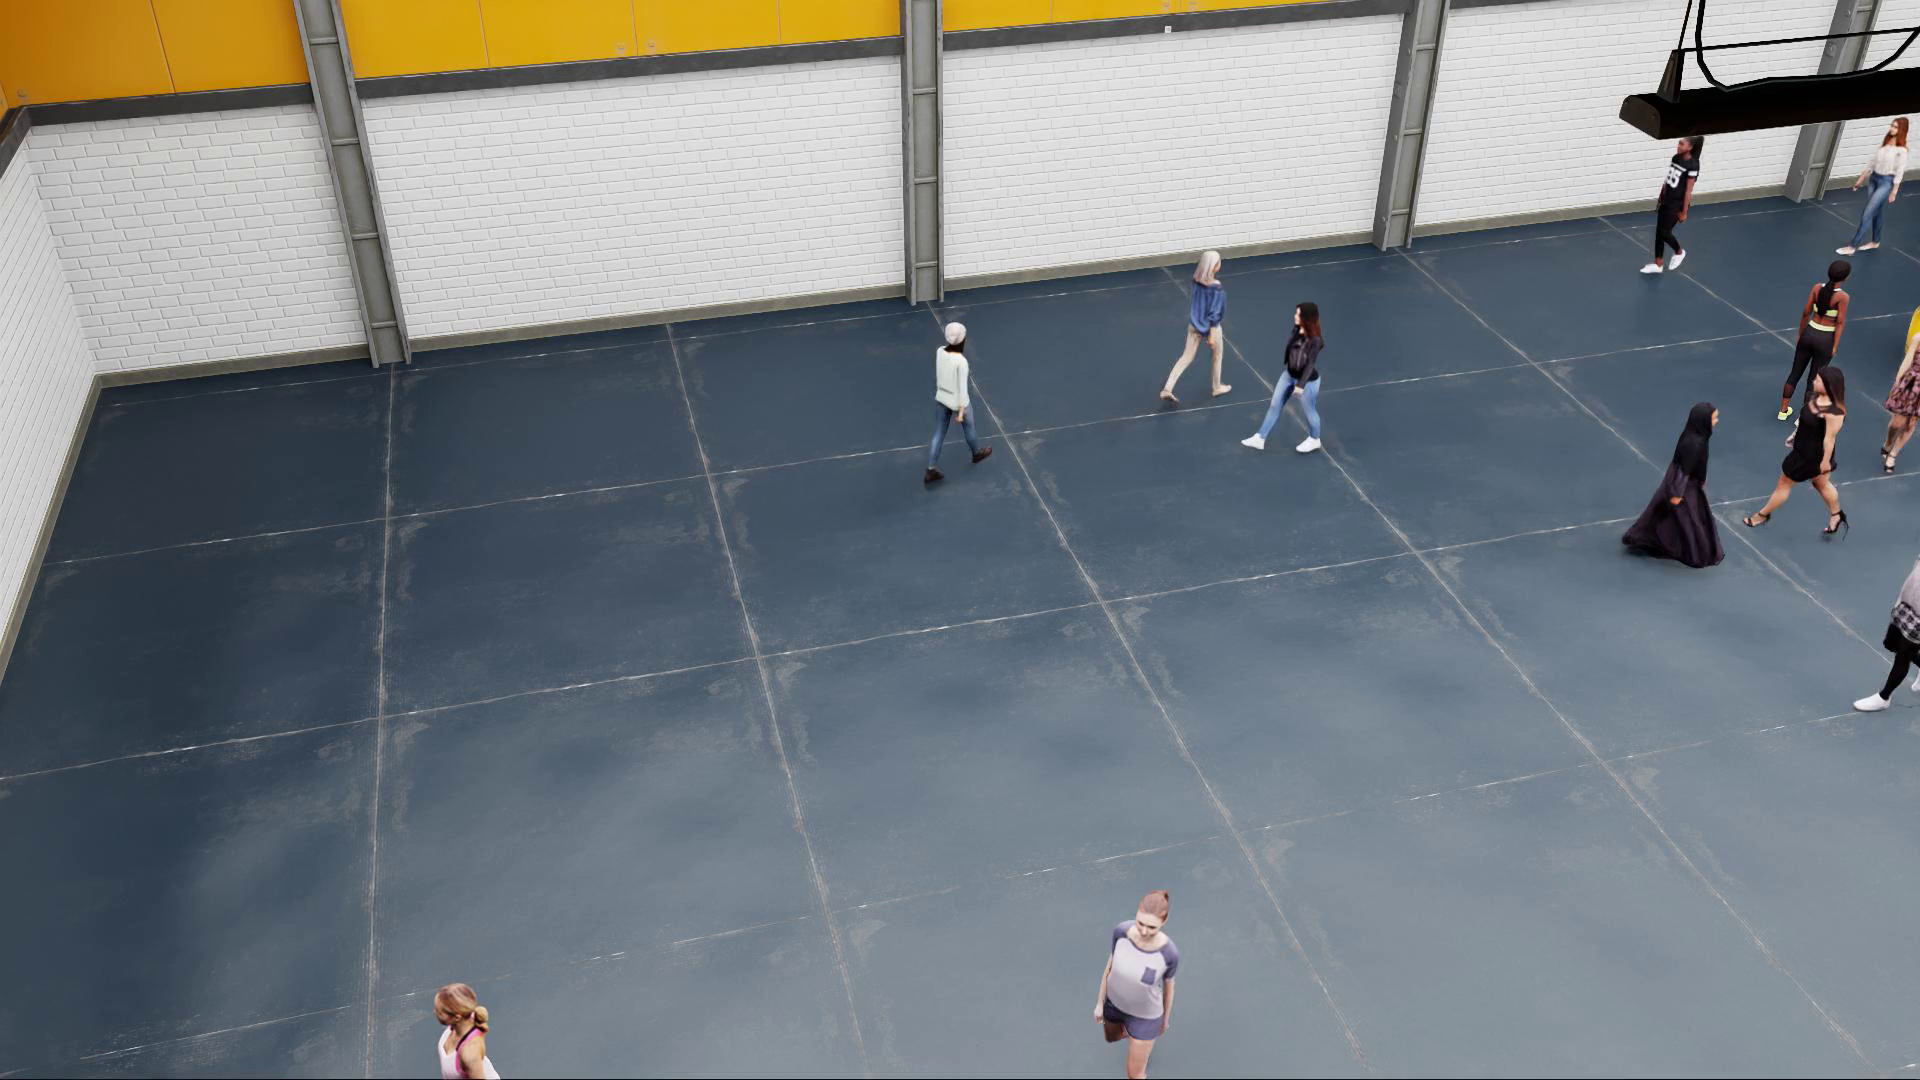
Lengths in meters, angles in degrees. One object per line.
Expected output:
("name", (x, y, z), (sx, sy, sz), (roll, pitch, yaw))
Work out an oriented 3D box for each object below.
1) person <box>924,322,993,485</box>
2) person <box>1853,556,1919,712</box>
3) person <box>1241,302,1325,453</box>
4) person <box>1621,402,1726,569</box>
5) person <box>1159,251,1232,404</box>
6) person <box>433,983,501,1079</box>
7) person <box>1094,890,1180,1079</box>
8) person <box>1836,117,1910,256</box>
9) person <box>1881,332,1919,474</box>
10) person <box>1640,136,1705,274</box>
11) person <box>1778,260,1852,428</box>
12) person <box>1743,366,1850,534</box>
("person", (-0.131, -1.272, 15.682), (0.964, 1.599, 1.154), (26, 42, 33))
("person", (7.438, 0.579, 12.749), (0.964, 1.763, 0.707), (-4, 34, -6))
("person", (3.370, -1.548, 16.094), (1.071, 1.602, 0.717), (-13, 36, -18))
("person", (6.254, -0.518, 14.543), (1.164, 1.604, 1.027), (13, 36, 19))
("person", (2.403, -2.120, 16.901), (1.184, 1.661, 0.853), (-20, 38, -27))
("person", (-2.588, 3.037, 9.028), (0.551, 1.788, 0.627), (-13, 36, -18))
("person", (1.036, 2.657, 9.639), (0.970, 1.744, 1.088), (21, 39, 28))
("person", (11.226, -4.290, 20.128), (0.942, 1.703, 0.647), (-5, 34, -7))
("person", (9.076, -1.449, 15.801), (0.784, 1.761, 0.846), (11, 35, 15))
("person", (8.477, -3.943, 19.594), (0.728, 1.717, 0.622), (-8, 34, -11))
("person", (8.537, -1.968, 16.589), (0.615, 1.754, 0.627), (-22, 39, -29))
("person", (7.703, -0.736, 14.814), (1.205, 1.667, 1.027), (10, 35, 15))
